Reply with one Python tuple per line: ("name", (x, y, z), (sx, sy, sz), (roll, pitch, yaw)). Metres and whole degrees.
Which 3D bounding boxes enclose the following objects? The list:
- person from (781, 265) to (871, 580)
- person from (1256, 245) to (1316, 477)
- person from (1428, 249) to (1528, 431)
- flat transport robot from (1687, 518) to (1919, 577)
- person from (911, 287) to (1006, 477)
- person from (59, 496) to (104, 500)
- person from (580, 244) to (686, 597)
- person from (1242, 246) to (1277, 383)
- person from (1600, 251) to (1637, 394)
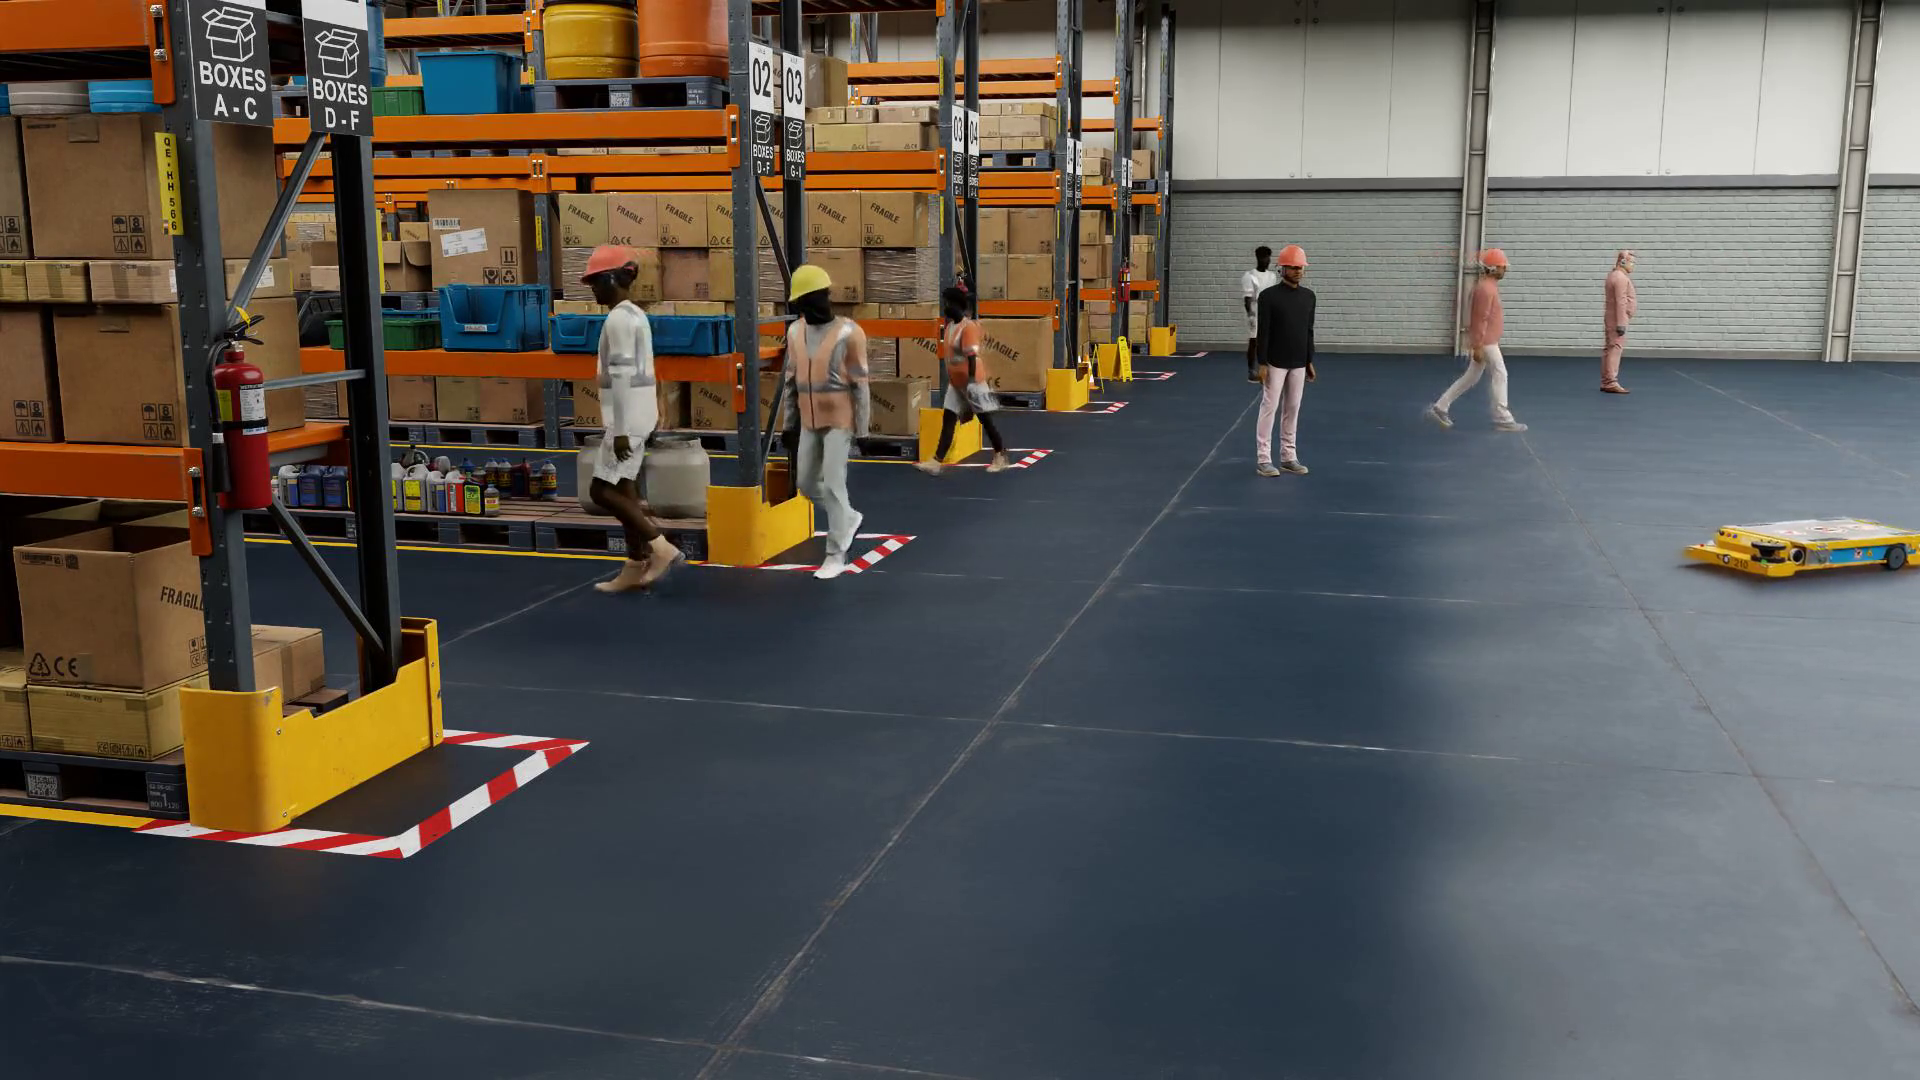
("person", (-0.778, -0.733, 10.207), (0.636, 1.892, 0.601), (8, 13, 36))
("person", (2.843, -1.550, 14.451), (0.612, 1.995, 0.393), (-5, 11, -27))
("person", (5.601, -2.154, 17.940), (1.007, 1.956, 0.625), (3, 11, 16))
("flat transport robot", (5.387, 0.032, 10.464), (1.431, 0.197, 0.652), (-4, 11, -19))
("person", (0.034, -1.356, 14.364), (0.906, 1.632, 0.628), (-5, 11, -26))
("person", (-5.736, -0.798, 10.635), (0.310, 1.868, 0.532), (2, 10, 9))
("person", (-1.912, -0.667, 9.504), (0.487, 2.014, 0.646), (-1, 10, -4))
("person", (4.313, -3.226, 23.844), (0.619, 1.954, 0.399), (-6, 12, -32))
("person", (8.845, -2.918, 22.304), (0.399, 1.899, 0.642), (2, 10, 11))
